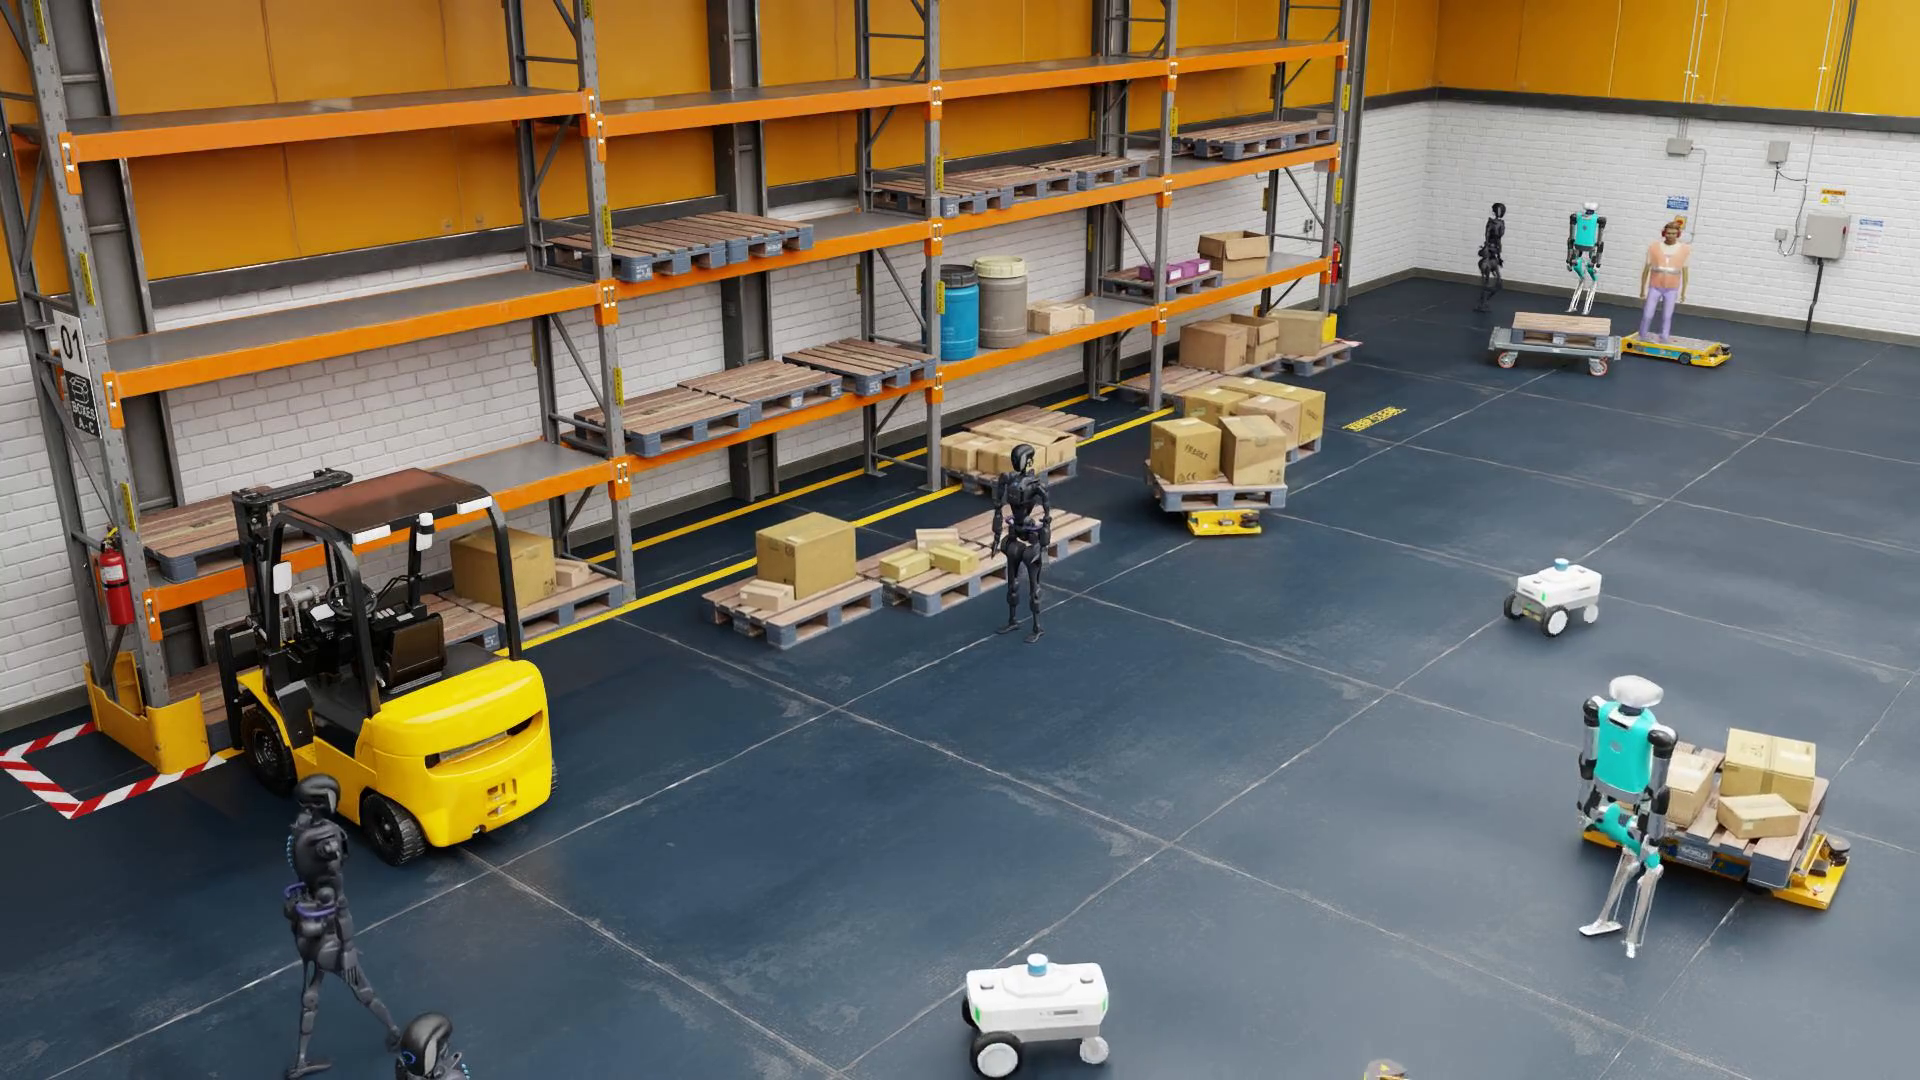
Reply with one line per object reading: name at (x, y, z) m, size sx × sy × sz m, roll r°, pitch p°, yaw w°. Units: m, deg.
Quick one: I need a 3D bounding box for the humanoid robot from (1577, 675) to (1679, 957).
humanoid robot at (3.793, 1.512, 9.300) m, size 0.748 × 1.743 × 0.549 m, roll -14°, pitch 25°, yaw -34°

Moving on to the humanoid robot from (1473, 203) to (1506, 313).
humanoid robot at (7.996, -4.247, 25.024) m, size 0.335 × 1.642 × 0.616 m, roll 16°, pitch 26°, yaw 37°

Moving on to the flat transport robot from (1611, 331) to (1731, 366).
flat transport robot at (9.639, -2.604, 22.606) m, size 1.431 × 0.231 × 0.659 m, roll 17°, pitch 26°, yaw 38°

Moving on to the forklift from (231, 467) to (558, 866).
forklift at (-3.730, 0.710, 10.856) m, size 2.313 × 2.155 × 1.214 m, roll 17°, pitch 26°, yaw 38°

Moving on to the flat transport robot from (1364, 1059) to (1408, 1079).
flat transport robot at (2.138, 2.934, 7.600) m, size 0.659 × 0.231 × 1.431 m, roll 6°, pitch 21°, yaw 15°

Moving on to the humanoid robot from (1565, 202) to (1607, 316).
humanoid robot at (9.290, -4.180, 24.559) m, size 0.533 × 1.681 × 0.735 m, roll 17°, pitch 26°, yaw 38°

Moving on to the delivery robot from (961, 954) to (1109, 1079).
delivery robot at (0.374, 2.428, 8.586) m, size 0.818 × 0.614 × 0.499 m, roll -2°, pitch 20°, yaw -6°

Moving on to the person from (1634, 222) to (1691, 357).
person at (9.514, -3.395, 22.503) m, size 0.572 × 1.831 × 0.399 m, roll 7°, pitch 21°, yaw 17°

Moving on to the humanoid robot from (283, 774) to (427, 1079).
humanoid robot at (-3.154, 1.907, 8.390) m, size 0.717 × 1.637 × 0.609 m, roll -17°, pitch 26°, yaw -38°

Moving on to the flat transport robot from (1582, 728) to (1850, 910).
flat transport robot at (4.745, 1.883, 10.449) m, size 1.431 × 0.231 × 0.659 m, roll 14°, pitch 25°, yaw 34°

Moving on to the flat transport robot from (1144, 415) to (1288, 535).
flat transport robot at (2.504, -0.365, 16.541) m, size 0.659 × 0.231 × 1.431 m, roll -2°, pitch 20°, yaw -5°

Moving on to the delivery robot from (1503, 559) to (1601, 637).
delivery robot at (4.990, 0.441, 13.900) m, size 0.745 × 0.565 × 0.499 m, roll -10°, pitch 23°, yaw -26°

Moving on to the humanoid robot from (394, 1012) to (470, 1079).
humanoid robot at (-2.005, 2.566, 6.542) m, size 0.599 × 1.659 × 0.315 m, roll 17°, pitch 26°, yaw 38°

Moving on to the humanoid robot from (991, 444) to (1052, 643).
humanoid robot at (0.515, 0.018, 13.449) m, size 0.599 × 1.657 × 0.315 m, roll 17°, pitch 26°, yaw 38°
